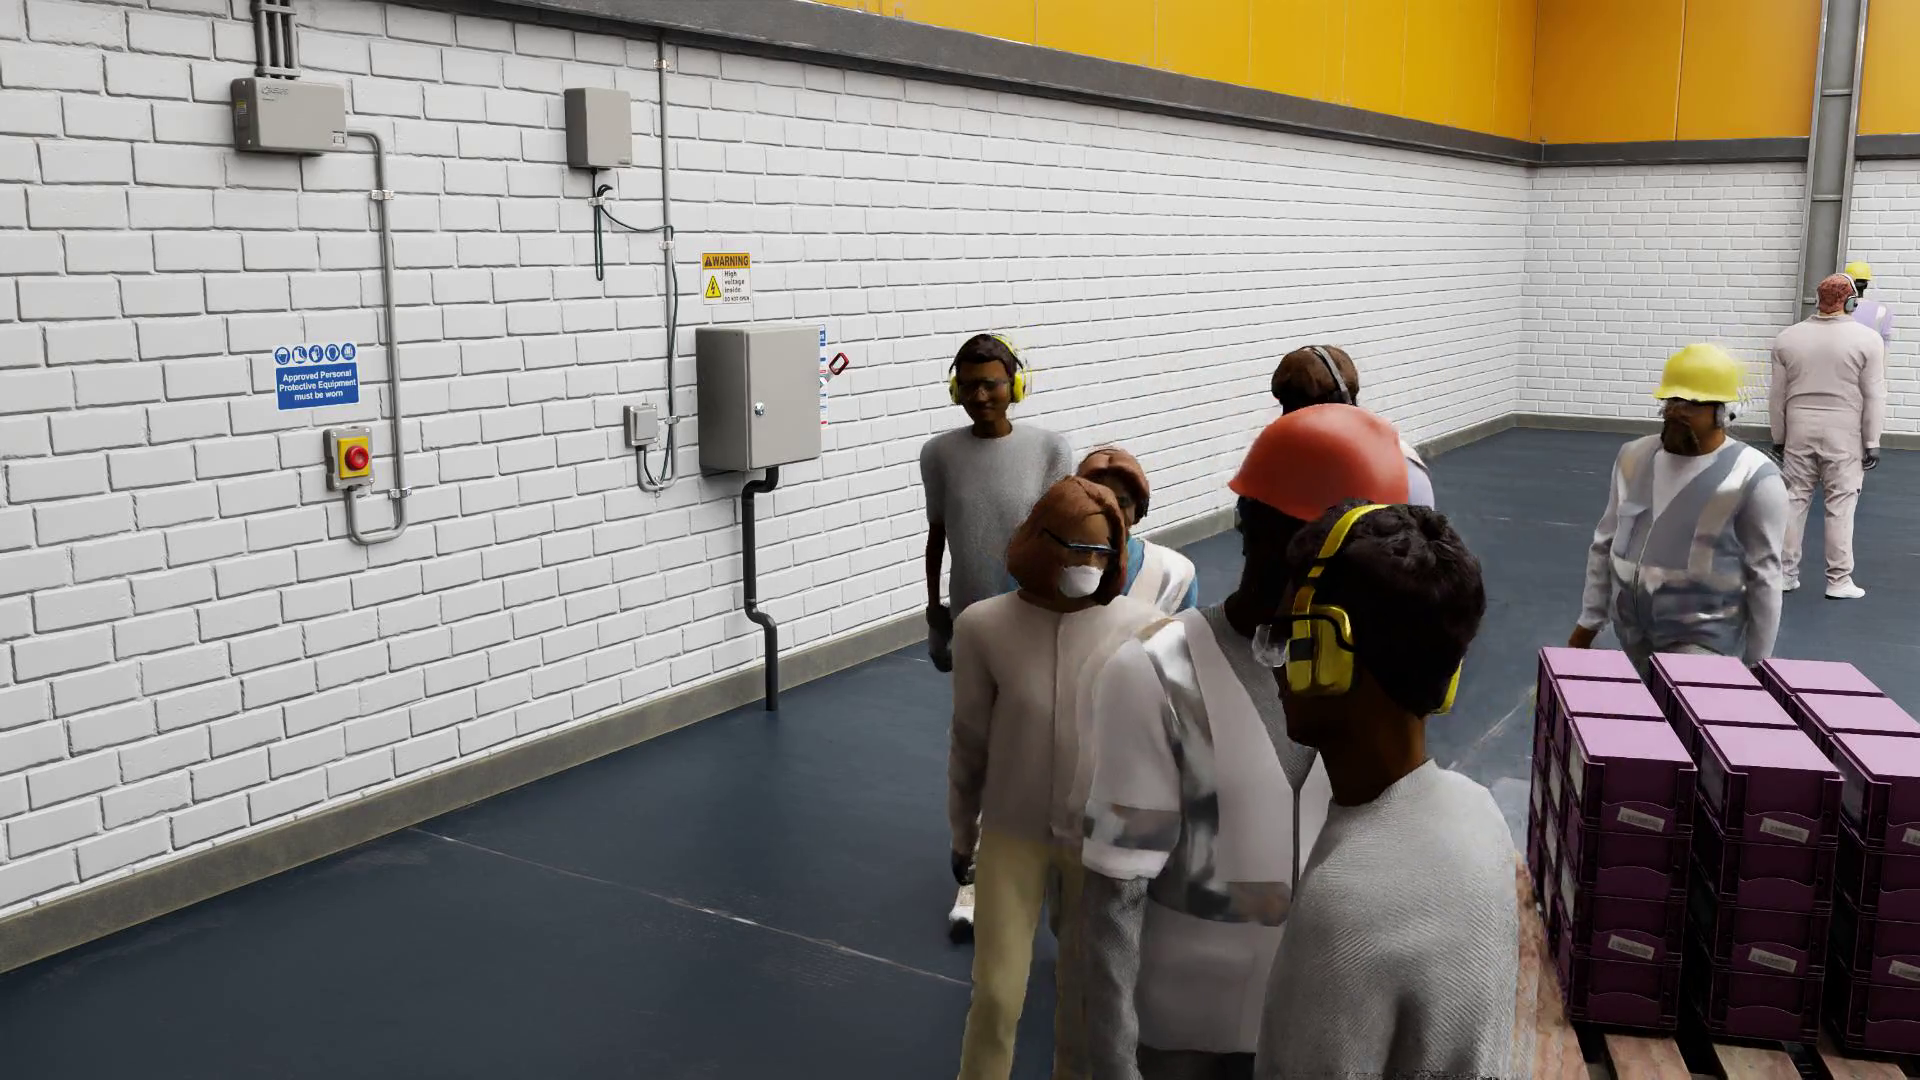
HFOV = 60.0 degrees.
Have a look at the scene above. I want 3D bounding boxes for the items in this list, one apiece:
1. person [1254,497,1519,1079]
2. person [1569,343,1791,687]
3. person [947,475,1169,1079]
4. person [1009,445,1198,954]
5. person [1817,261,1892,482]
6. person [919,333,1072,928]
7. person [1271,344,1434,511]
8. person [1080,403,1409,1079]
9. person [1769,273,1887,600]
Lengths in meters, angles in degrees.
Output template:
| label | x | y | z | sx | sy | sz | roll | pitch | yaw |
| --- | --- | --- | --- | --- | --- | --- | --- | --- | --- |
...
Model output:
| label | x | y | z | sx | sy | sz | roll | pitch | yaw |
| --- | --- | --- | --- | --- | --- | --- | --- | --- | --- |
| person | 0.453 | 0.878 | 1.819 | 0.732 | 1.827 | 0.549 | 4 | 11 | 21 |
| person | 2.333 | 0.257 | 5.353 | 0.917 | 1.792 | 0.590 | -5 | 12 | -28 |
| person | 0.228 | 0.655 | 3.622 | 0.520 | 1.612 | 0.530 | 1 | 10 | 5 |
| person | 0.372 | 0.535 | 4.364 | 0.492 | 1.590 | 0.886 | 0 | 10 | 2 |
| person | 7.620 | -1.430 | 14.316 | 0.619 | 1.927 | 0.392 | 2 | 10 | 10 |
| person | 0.138 | 0.257 | 5.336 | 0.550 | 1.830 | 0.980 | 1 | 10 | 5 |
| person | 1.161 | 0.347 | 4.794 | 0.655 | 1.816 | 0.670 | -5 | 11 | -24 |
| person | 0.436 | 0.715 | 2.609 | 0.571 | 1.868 | 1.037 | -3 | 11 | -17 |
| person | 5.110 | -0.608 | 9.805 | 0.406 | 1.911 | 0.638 | -9 | 14 | -41 |
